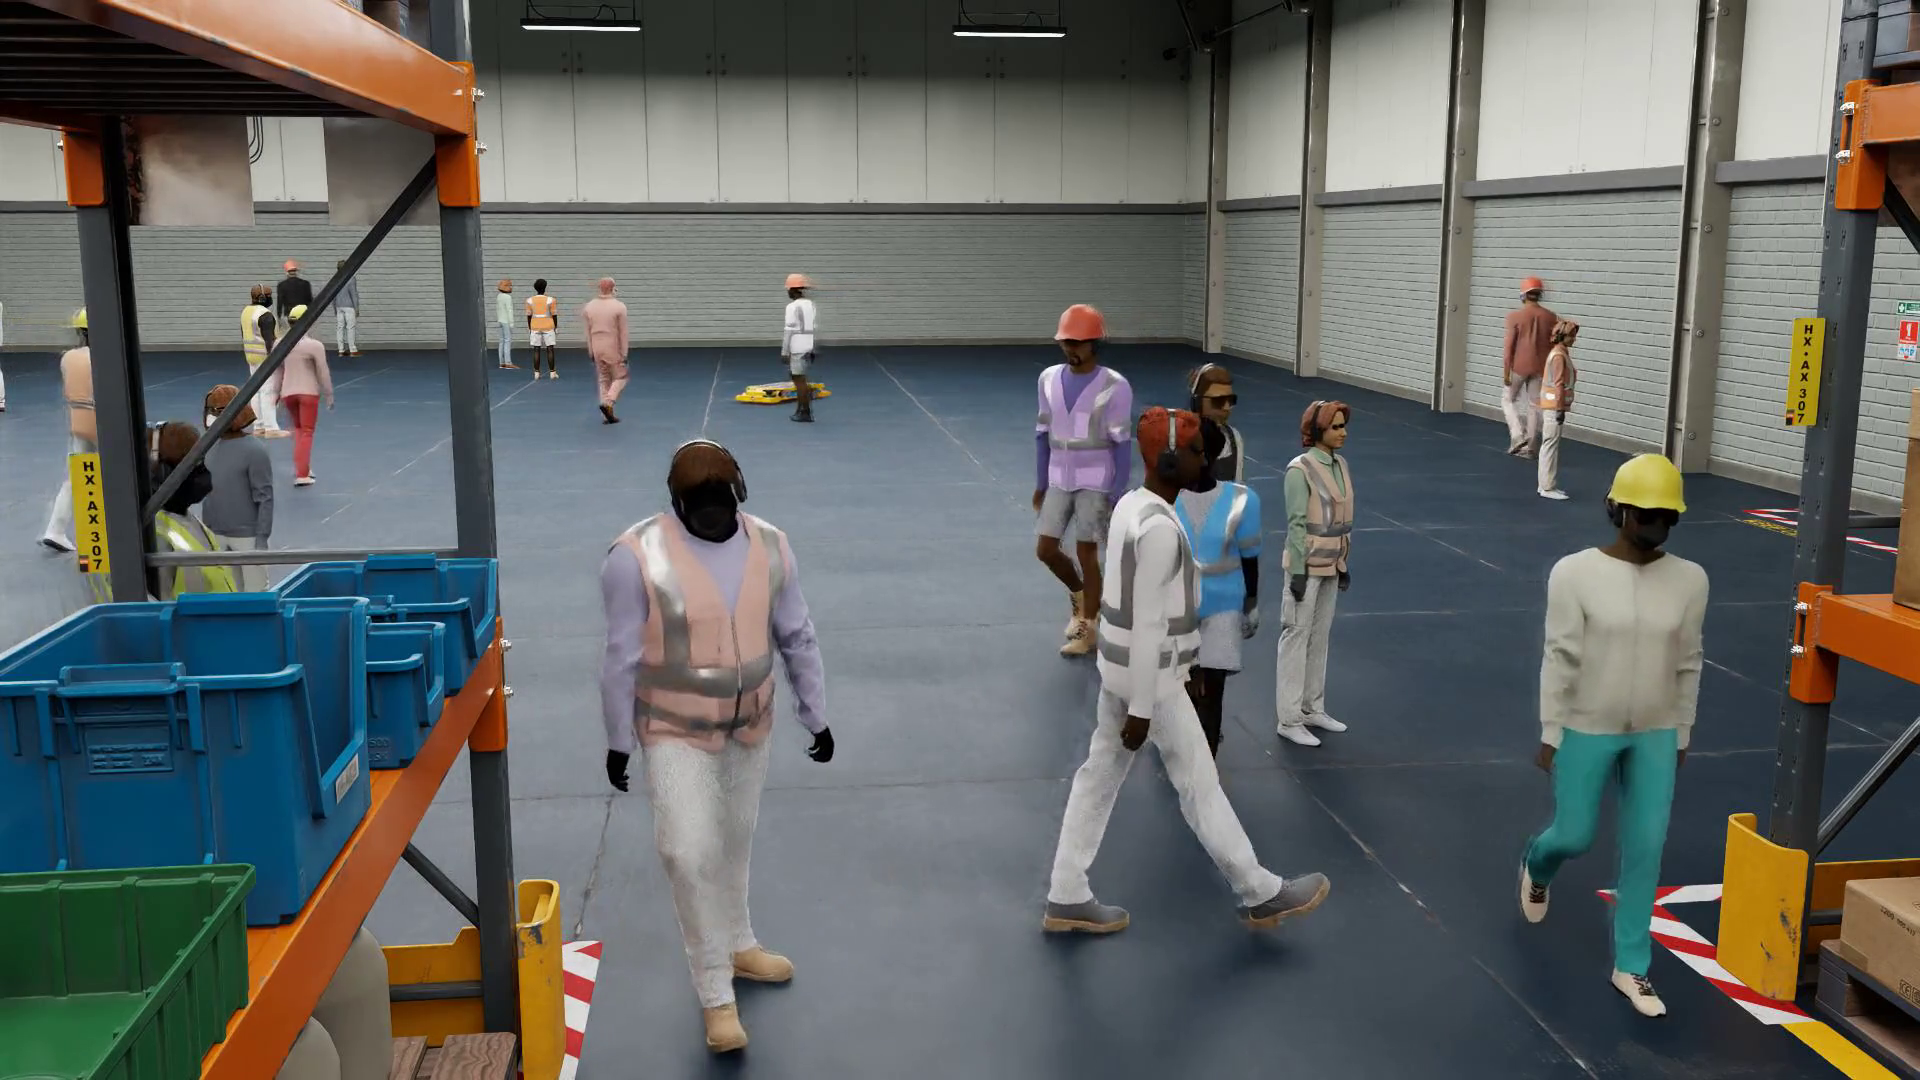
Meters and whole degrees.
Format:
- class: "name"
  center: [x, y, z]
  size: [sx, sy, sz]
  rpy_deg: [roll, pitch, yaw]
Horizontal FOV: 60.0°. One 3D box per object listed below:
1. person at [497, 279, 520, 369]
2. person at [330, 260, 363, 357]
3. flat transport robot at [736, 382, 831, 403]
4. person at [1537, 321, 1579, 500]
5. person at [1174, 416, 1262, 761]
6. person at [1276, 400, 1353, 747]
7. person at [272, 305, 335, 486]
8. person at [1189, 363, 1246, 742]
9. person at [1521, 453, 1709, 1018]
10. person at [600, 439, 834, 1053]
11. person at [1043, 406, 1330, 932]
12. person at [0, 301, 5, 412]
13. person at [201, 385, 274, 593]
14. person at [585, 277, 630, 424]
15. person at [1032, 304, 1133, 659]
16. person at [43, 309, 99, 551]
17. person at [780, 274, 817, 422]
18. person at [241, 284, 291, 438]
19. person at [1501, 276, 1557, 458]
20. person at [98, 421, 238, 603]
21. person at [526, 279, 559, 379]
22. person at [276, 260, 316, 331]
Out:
- class: "person"
  center: [-8.312, -3.957, 30.478]
  size: [0.277, 1.632, 0.502]
  rpy_deg: [-8, 13, -39]
- class: "person"
  center: [-12.346, -4.649, 33.440]
  size: [0.633, 1.940, 0.368]
  rpy_deg: [3, 11, 18]
- class: "flat transport robot"
  center: [-2.597, -2.191, 24.535]
  size: [0.652, 0.197, 1.431]
  rpy_deg: [7, 12, 32]
- class: "person"
  center: [5.509, -1.198, 15.349]
  size: [0.312, 1.638, 0.512]
  rpy_deg: [3, 11, 17]
- class: "person"
  center: [0.996, 0.294, 7.115]
  size: [0.550, 1.641, 0.885]
  rpy_deg: [3, 11, 15]
- class: "person"
  center: [1.703, 0.148, 7.957]
  size: [0.311, 1.642, 0.512]
  rpy_deg: [8, 13, 38]
- class: "person"
  center: [-6.369, -1.417, 16.227]
  size: [0.562, 1.739, 0.663]
  rpy_deg: [2, 10, 9]
- class: "person"
  center: [1.126, 0.076, 7.845]
  size: [0.555, 1.825, 0.386]
  rpy_deg: [-8, 13, -39]
- class: "person"
  center: [2.081, 0.573, 5.319]
  size: [0.534, 1.747, 0.649]
  rpy_deg: [0, 10, -1]
- class: "person"
  center: [-0.679, 0.595, 5.048]
  size: [0.709, 1.805, 0.705]
  rpy_deg: [-9, 13, -39]
- class: "person"
  center: [0.765, 0.462, 5.682]
  size: [1.008, 1.829, 0.584]
  rpy_deg: [-1, 10, -6]
- class: "person"
  center: [-13.375, -2.674, 22.703]
  size: [0.407, 1.908, 0.641]
  rpy_deg: [3, 11, 17]
- class: "person"
  center: [-3.848, -0.011, 8.853]
  size: [0.497, 1.633, 0.284]
  rpy_deg: [6, 12, 28]
- class: "person"
  center: [-4.513, -2.410, 21.289]
  size: [0.647, 1.896, 0.529]
  rpy_deg: [5, 11, 23]
- class: "person"
  center: [0.687, -0.332, 9.526]
  size: [0.638, 2.026, 0.476]
  rpy_deg: [8, 13, 36]
- class: "person"
  center: [-6.713, -0.863, 12.864]
  size: [0.598, 1.882, 1.006]
  rpy_deg: [4, 11, 20]
- class: "person"
  center: [-2.146, -2.485, 21.624]
  size: [0.548, 1.918, 0.568]
  rpy_deg: [5, 11, 24]
- class: "person"
  center: [-8.360, -2.150, 20.008]
  size: [0.634, 1.841, 0.429]
  rpy_deg: [9, 14, 42]
- class: "person"
  center: [6.171, -1.873, 18.102]
  size: [0.613, 1.981, 0.424]
  rpy_deg: [-1, 10, -6]
- class: "person"
  center: [-2.646, 0.511, 5.511]
  size: [0.846, 1.820, 0.627]
  rpy_deg: [-2, 10, -9]
- class: "person"
  center: [-7.067, -3.567, 28.172]
  size: [0.534, 1.697, 0.318]
  rpy_deg: [0, 10, -2]
- class: "person"
  center: [-12.080, -4.079, 30.205]
  size: [0.655, 1.972, 0.542]
  rpy_deg: [-9, 14, -41]
